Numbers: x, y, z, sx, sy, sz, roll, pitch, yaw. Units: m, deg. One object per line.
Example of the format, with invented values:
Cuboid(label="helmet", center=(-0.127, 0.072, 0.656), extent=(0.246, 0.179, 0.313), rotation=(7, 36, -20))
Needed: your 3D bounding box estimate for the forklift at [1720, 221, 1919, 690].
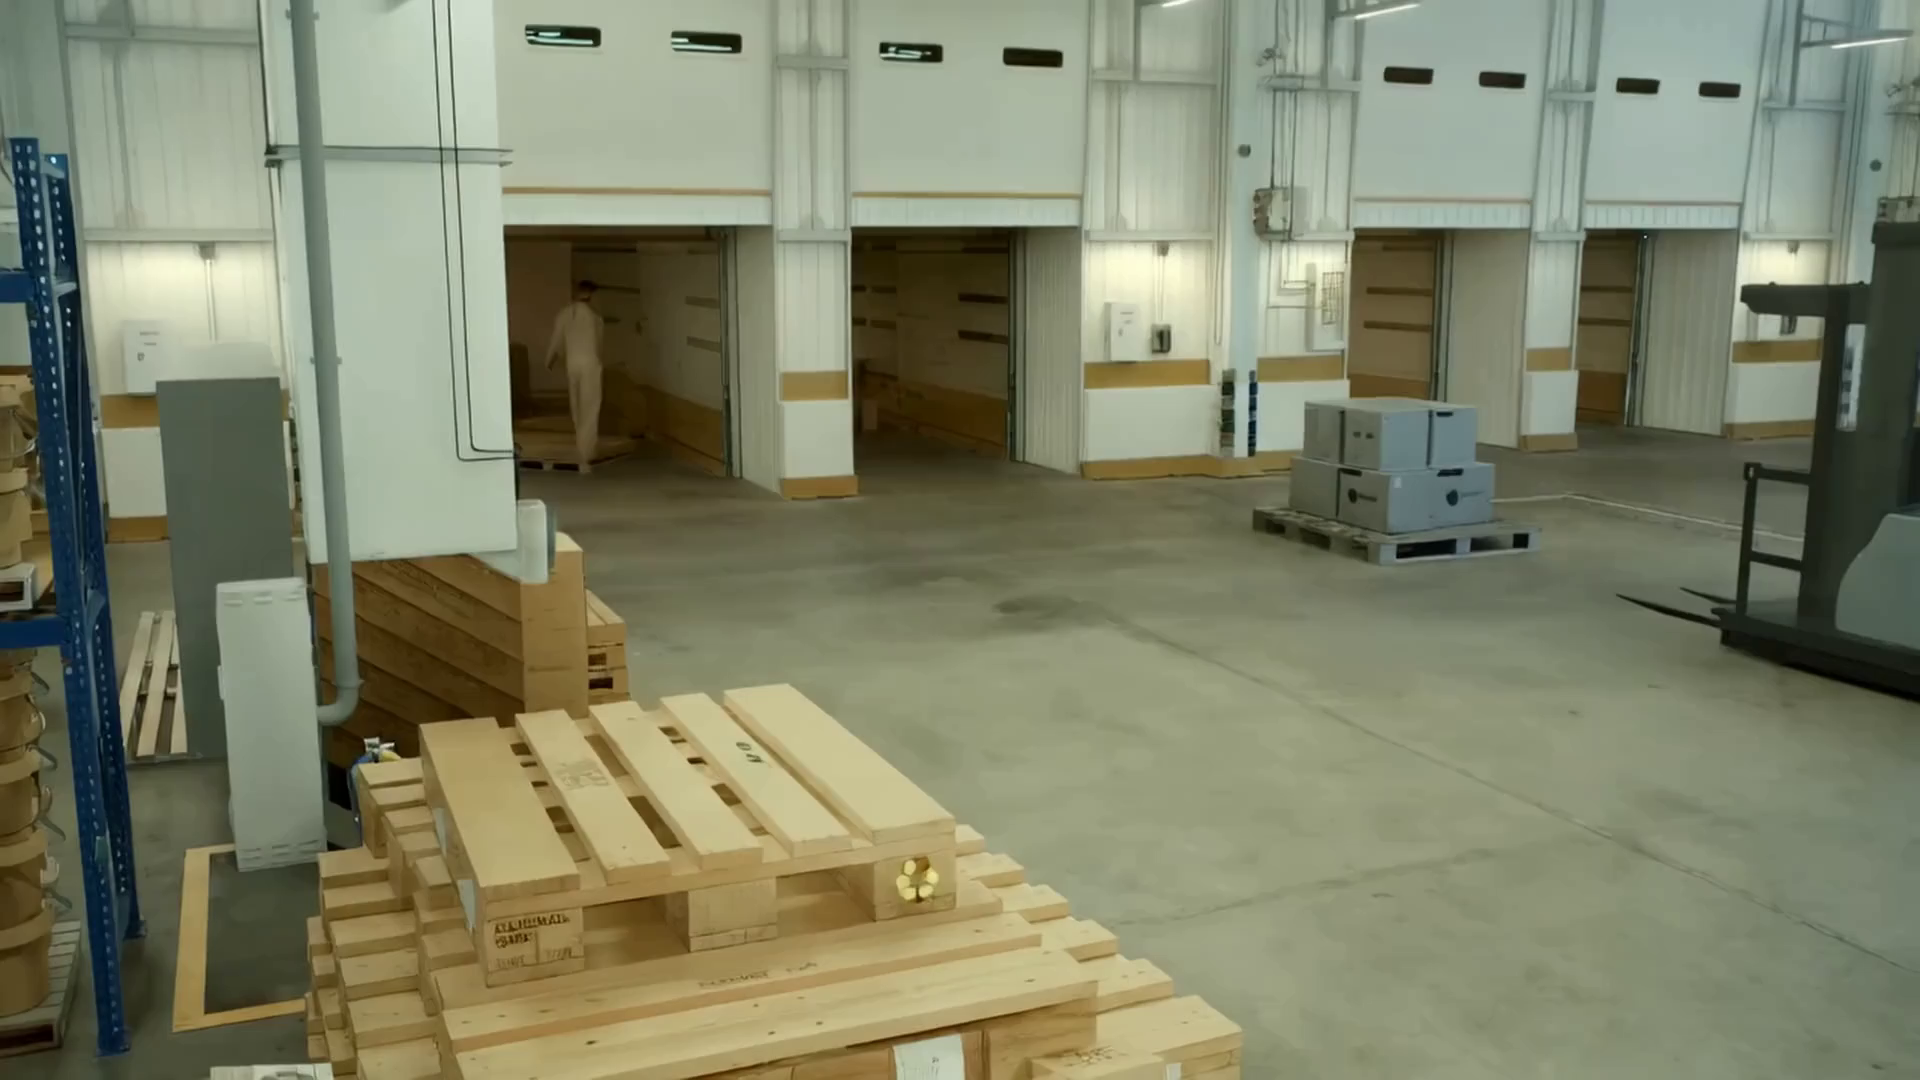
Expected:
Cuboid(label="forklift", center=(5.949, -0.550, 10.218), extent=(1.129, 2.768, 1.873), rotation=(-4, 11, -23))
